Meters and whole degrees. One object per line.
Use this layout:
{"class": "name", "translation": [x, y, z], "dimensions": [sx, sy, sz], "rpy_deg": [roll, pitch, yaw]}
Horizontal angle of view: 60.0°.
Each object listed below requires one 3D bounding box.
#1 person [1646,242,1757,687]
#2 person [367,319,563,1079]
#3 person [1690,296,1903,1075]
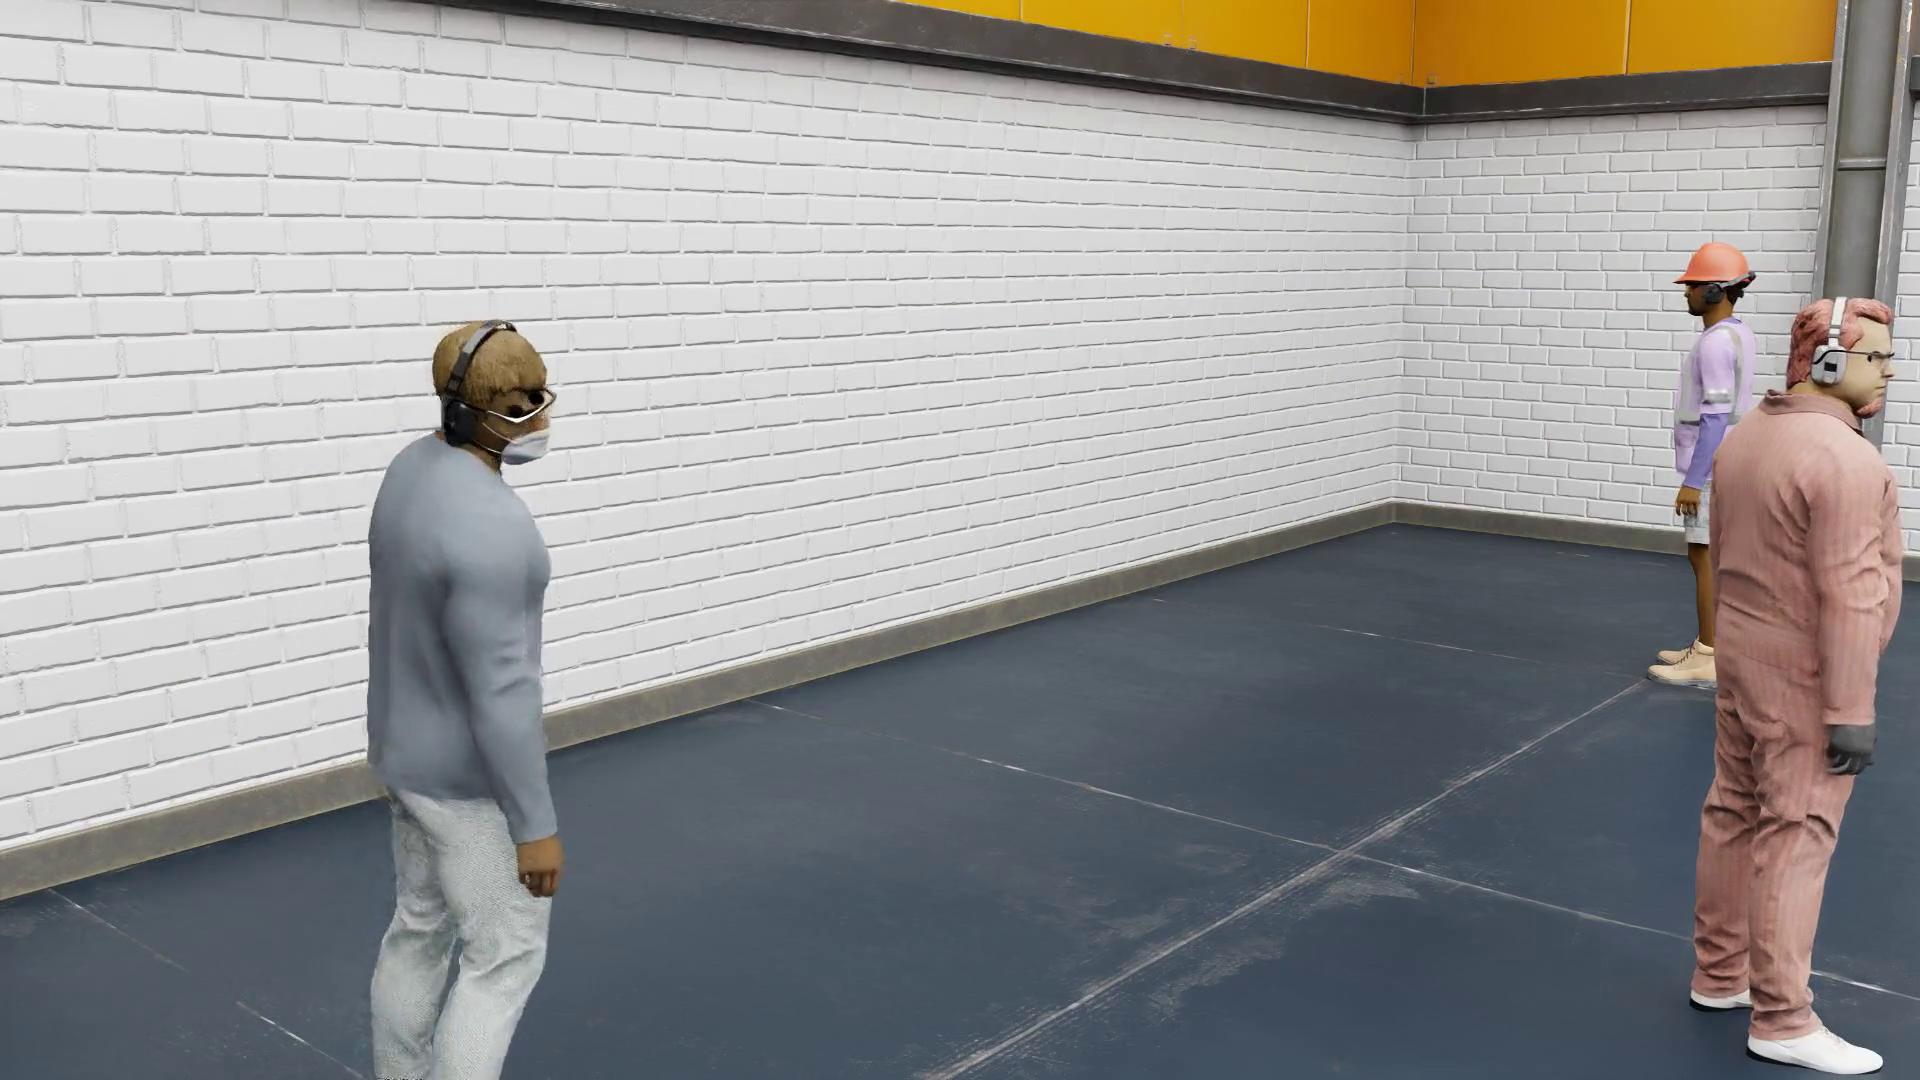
{"class": "person", "translation": [3.446, -0.340, 7.706], "dimensions": [0.379, 2.045, 0.605], "rpy_deg": [6, 12, 33]}
{"class": "person", "translation": [-1.076, 0.481, 3.502], "dimensions": [0.366, 1.891, 0.842], "rpy_deg": [-7, 12, -36]}
{"class": "person", "translation": [2.118, 0.351, 4.178], "dimensions": [0.400, 1.905, 0.643], "rpy_deg": [0, 10, 1]}
